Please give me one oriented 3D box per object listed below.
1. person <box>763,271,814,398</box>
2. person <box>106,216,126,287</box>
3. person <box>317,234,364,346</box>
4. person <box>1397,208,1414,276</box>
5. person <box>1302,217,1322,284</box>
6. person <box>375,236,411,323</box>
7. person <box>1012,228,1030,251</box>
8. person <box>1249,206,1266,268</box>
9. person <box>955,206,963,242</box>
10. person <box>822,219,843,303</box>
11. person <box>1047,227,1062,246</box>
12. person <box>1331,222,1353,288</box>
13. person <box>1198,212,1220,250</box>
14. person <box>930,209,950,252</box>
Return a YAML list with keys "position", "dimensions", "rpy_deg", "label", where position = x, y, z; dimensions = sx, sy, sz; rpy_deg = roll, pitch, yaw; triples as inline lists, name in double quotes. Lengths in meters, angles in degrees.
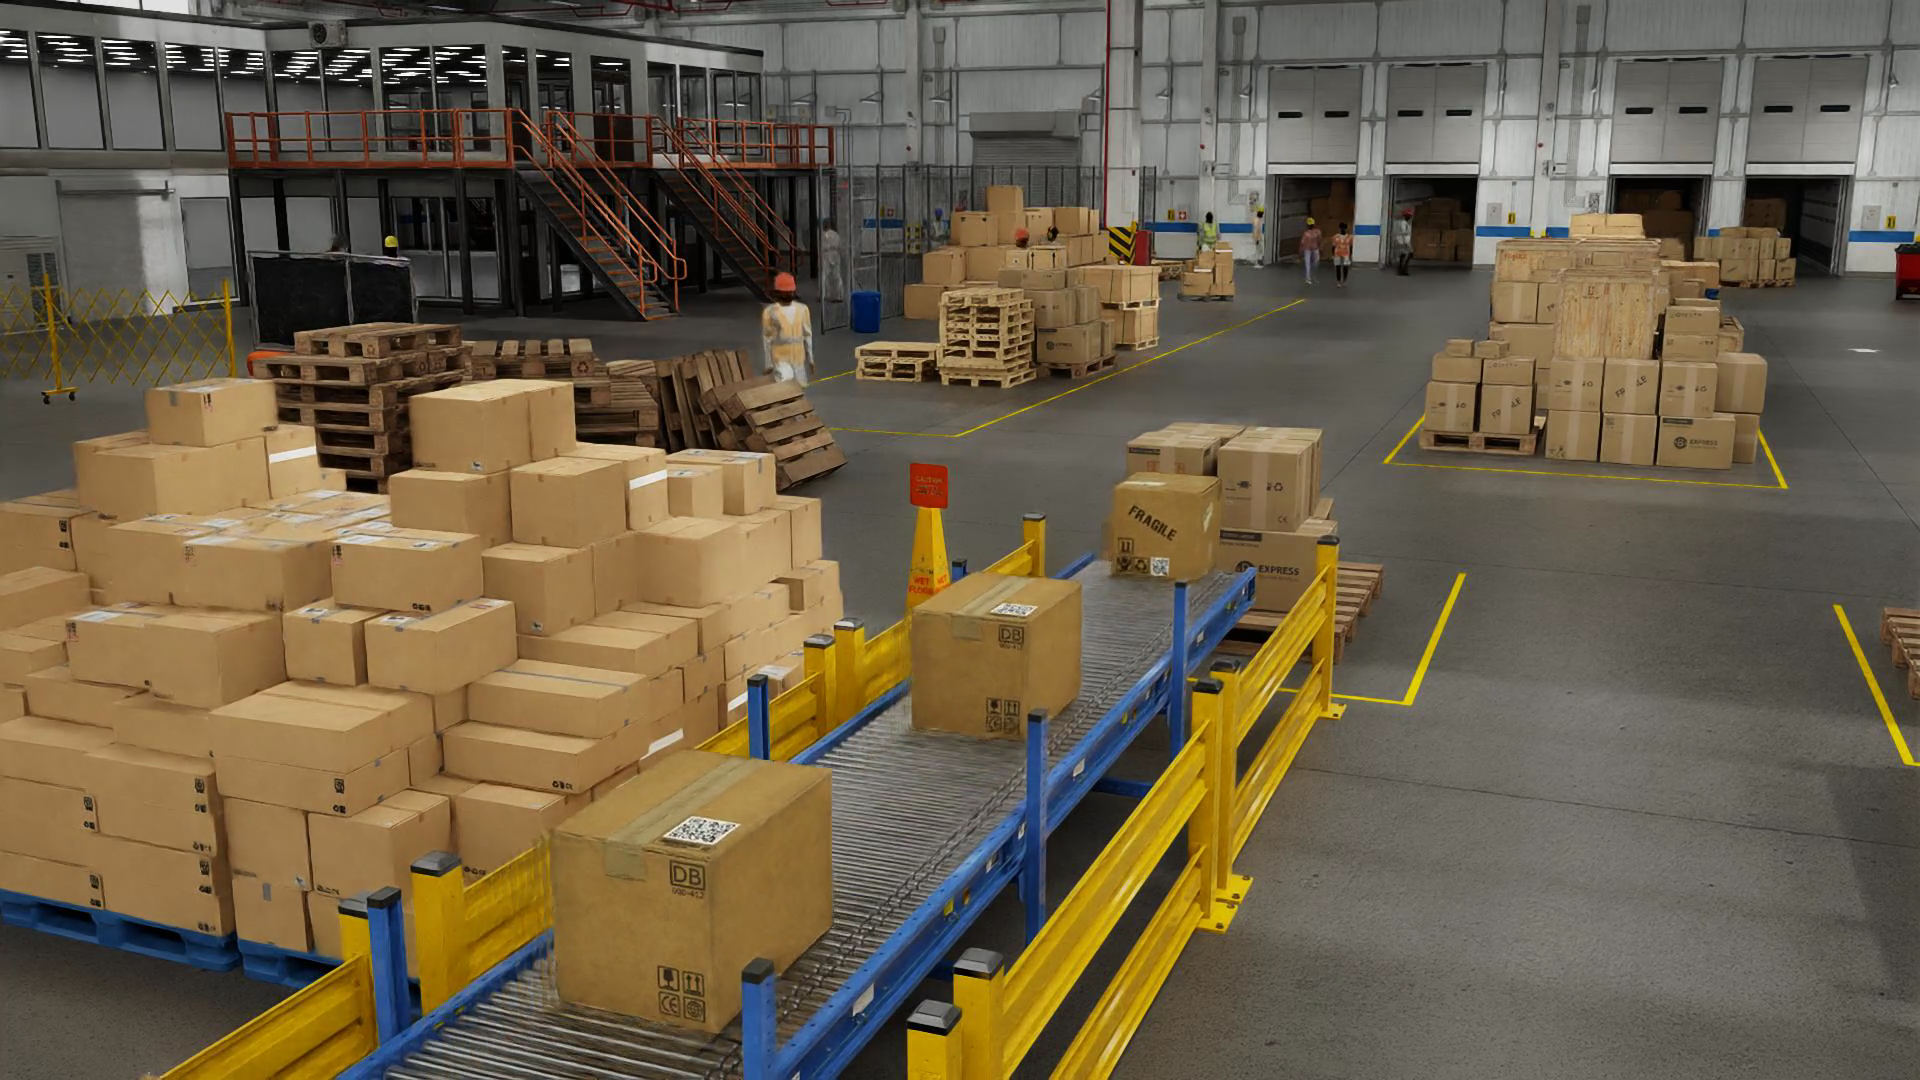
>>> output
- position: [-1.928, -2.022, 18.454]
  dimensions: [0.558, 1.916, 0.711]
  rpy_deg: [-7, 15, -30]
  label: "person"
- position: [-21.289, -7.266, 41.991]
  dimensions: [0.515, 1.890, 0.650]
  rpy_deg: [-8, 15, -32]
  label: "person"
- position: [-9.727, -3.815, 26.198]
  dimensions: [0.668, 2.000, 0.695]
  rpy_deg: [8, 15, 32]
  label: "person"
- position: [12.753, -8.499, 47.481]
  dimensions: [0.505, 1.919, 0.554]
  rpy_deg: [9, 15, 35]
  label: "person"
- position: [9.366, -7.688, 44.205]
  dimensions: [0.541, 1.749, 0.384]
  rpy_deg: [1, 13, 5]
  label: "person"
- position: [-9.394, -4.081, 27.646]
  dimensions: [0.585, 1.928, 0.378]
  rpy_deg: [-8, 15, -30]
  label: "person"
- position: [1.243, -4.567, 29.707]
  dimensions: [1.000, 1.997, 0.612]
  rpy_deg: [-2, 13, -9]
  label: "person"
- position: [9.192, -9.323, 51.185]
  dimensions: [0.405, 1.911, 0.625]
  rpy_deg: [3, 13, 15]
  label: "person"
- position: [-0.007, -8.457, 47.121]
  dimensions: [0.622, 1.992, 0.394]
  rpy_deg: [4, 13, 19]
  label: "person"
- position: [-2.916, -6.323, 37.771]
  dimensions: [0.490, 1.915, 0.632]
  rpy_deg: [7, 15, 30]
  label: "person"
- position: [1.861, -5.391, 33.667]
  dimensions: [0.328, 1.867, 0.515]
  rpy_deg: [8, 15, 31]
  label: "person"
- position: [9.754, -7.277, 42.539]
  dimensions: [0.546, 1.668, 0.636]
  rpy_deg: [3, 13, 13]
  label: "person"
- position: [7.130, -8.489, 47.663]
  dimensions: [0.623, 1.821, 0.812]
  rpy_deg: [-2, 13, -9]
  label: "person"
- position: [-0.586, -8.265, 46.400]
  dimensions: [0.623, 1.936, 0.443]
  rpy_deg: [-4, 13, -18]
  label: "person"
